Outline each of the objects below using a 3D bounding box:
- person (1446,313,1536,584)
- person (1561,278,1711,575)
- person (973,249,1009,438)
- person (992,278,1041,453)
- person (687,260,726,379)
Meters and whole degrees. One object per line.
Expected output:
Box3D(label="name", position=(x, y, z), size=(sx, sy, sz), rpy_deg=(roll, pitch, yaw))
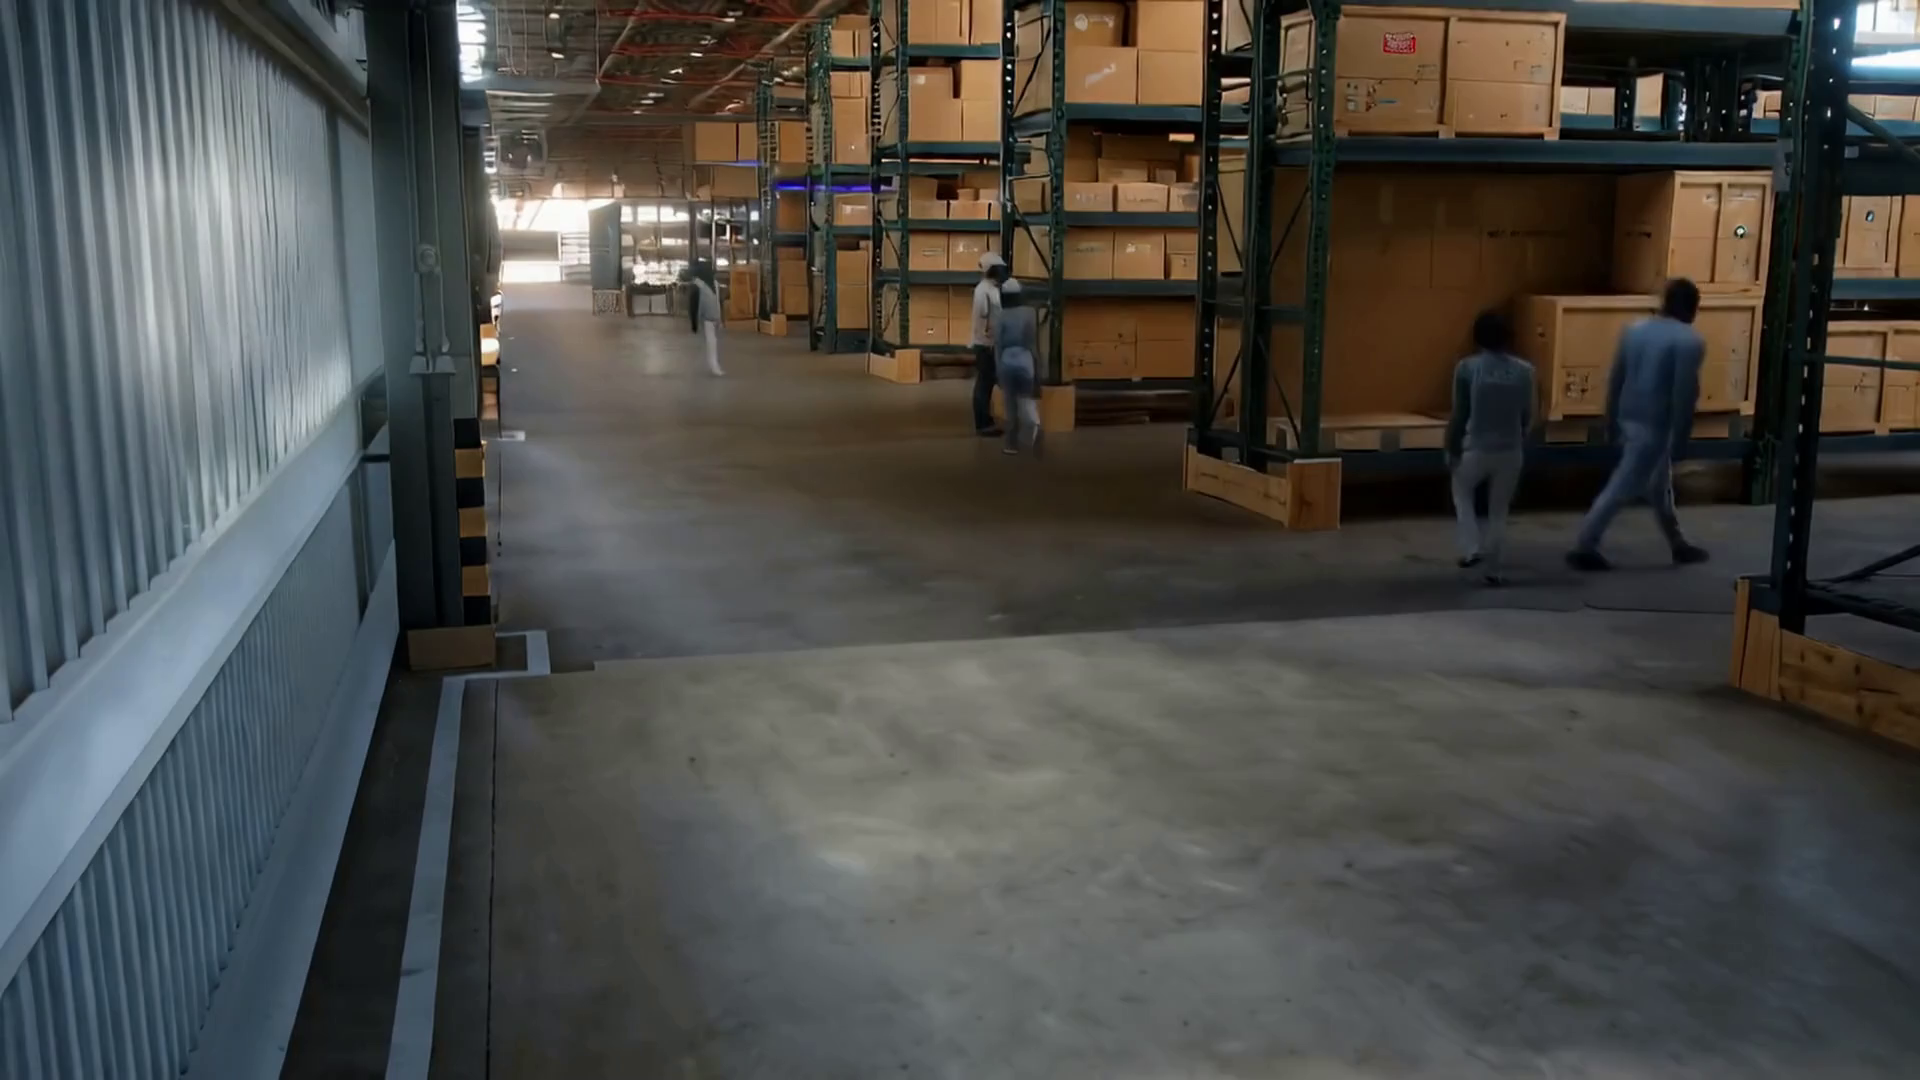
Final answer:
Box3D(label="person", position=(3.195, -0.553, 10.057), size=(0.535, 1.623, 0.444), rpy_deg=(1, 10, 3))
Box3D(label="person", position=(4.259, -0.706, 10.370), size=(1.193, 1.844, 0.651), rpy_deg=(-3, 10, -16))
Box3D(label="person", position=(0.329, -2.093, 17.728), size=(0.389, 1.992, 0.625), rpy_deg=(2, 10, 12))
Box3D(label="person", position=(0.564, -1.672, 16.113), size=(0.500, 1.717, 0.607), rpy_deg=(-3, 10, -17))
Box3D(label="person", position=(-3.940, -3.406, 25.670), size=(0.784, 1.823, 0.630), rpy_deg=(6, 12, 30))
